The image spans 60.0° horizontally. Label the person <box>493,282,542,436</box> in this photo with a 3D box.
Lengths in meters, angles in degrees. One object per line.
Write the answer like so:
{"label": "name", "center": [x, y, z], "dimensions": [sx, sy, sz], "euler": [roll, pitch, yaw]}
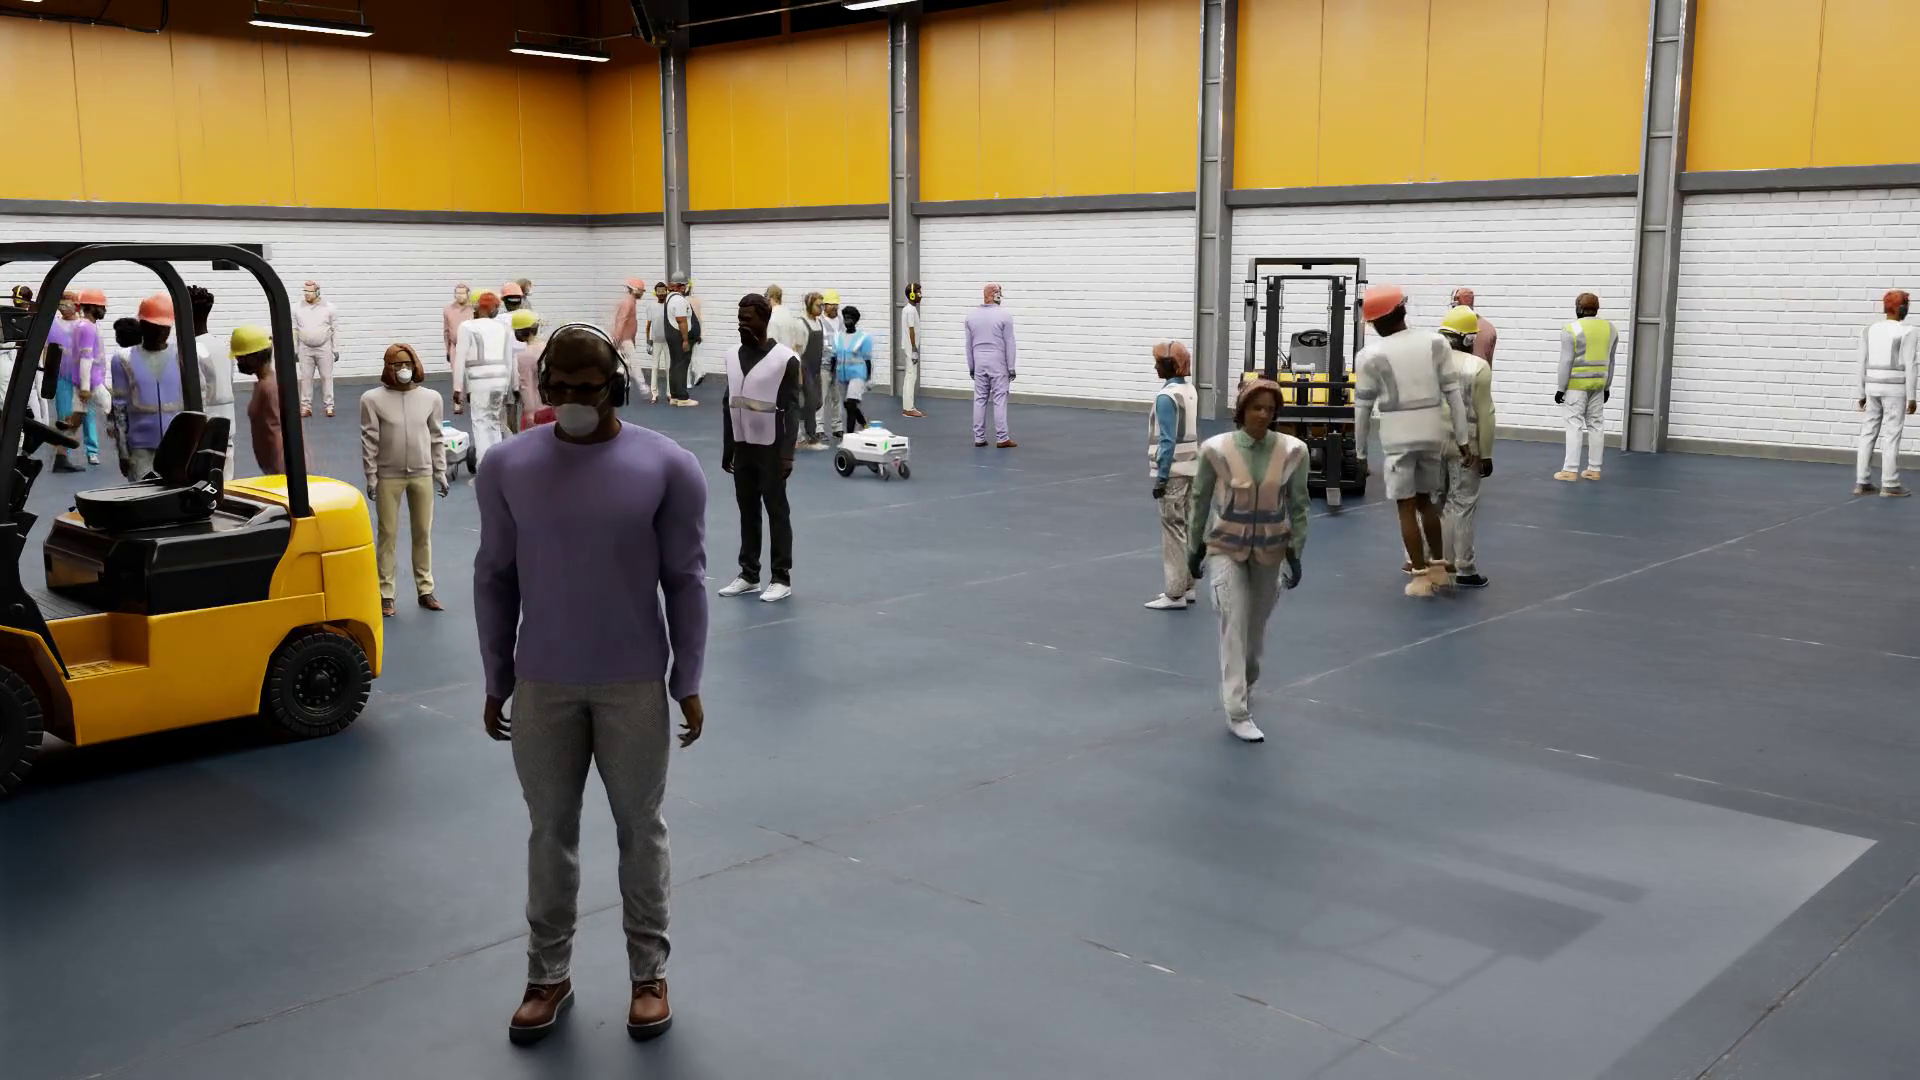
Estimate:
{"label": "person", "center": [-4.754, -1.791, 17.831], "dimensions": [0.545, 1.931, 0.384], "euler": [-5, 10, -28]}

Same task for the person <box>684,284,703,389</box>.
{"label": "person", "center": [-4.721, -3.560, 28.705], "dimensions": [0.398, 1.913, 0.621], "euler": [6, 11, 34]}

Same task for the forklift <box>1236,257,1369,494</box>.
{"label": "forklift", "center": [3.309, -1.629, 16.029], "dimensions": [1.214, 2.155, 2.313], "euler": [2, 9, 11]}

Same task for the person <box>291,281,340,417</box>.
{"label": "person", "center": [-9.012, -2.662, 23.254], "dimensions": [0.642, 1.905, 0.399], "euler": [-2, 9, -12]}

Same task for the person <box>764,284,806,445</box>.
{"label": "person", "center": [-1.991, -1.932, 18.798], "dimensions": [0.567, 1.904, 0.665], "euler": [3, 10, 16]}

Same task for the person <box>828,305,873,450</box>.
{"label": "person", "center": [-1.219, -1.900, 19.326], "dimensions": [0.537, 1.669, 0.798], "euler": [6, 11, 31]}

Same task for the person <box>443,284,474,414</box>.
{"label": "person", "center": [-7.139, -2.779, 24.102], "dimensions": [0.656, 1.867, 0.969], "euler": [0, 9, -3]}

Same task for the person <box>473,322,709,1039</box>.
{"label": "person", "center": [-0.988, 0.384, 4.489], "dimensions": [0.627, 1.934, 0.372], "euler": [0, 9, -2]}

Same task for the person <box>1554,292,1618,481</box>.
{"label": "person", "center": [6.093, -1.493, 16.276], "dimensions": [0.633, 1.841, 0.429], "euler": [-3, 10, -17]}

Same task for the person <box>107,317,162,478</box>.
{"label": "person", "center": [-6.789, -0.998, 13.740], "dimensions": [0.364, 1.680, 0.535], "euler": [1, 9, 6]}

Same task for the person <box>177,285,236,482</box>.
{"label": "person", "center": [-5.023, -0.704, 11.058], "dimensions": [0.367, 1.966, 0.606], "euler": [0, 9, -2]}

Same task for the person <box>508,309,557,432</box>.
{"label": "person", "center": [-3.600, -1.148, 14.515], "dimensions": [0.762, 1.727, 0.555], "euler": [4, 10, 21]}

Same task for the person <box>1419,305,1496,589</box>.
{"label": "person", "center": [3.220, -0.601, 10.830], "dimensions": [0.403, 1.835, 0.587], "euler": [-8, 12, -42]}

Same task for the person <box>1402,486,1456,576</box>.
{"label": "person", "center": [3.197, -0.570, 11.253], "dimensions": [0.499, 1.633, 0.282], "euler": [2, 10, 13]}

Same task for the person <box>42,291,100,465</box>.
{"label": "person", "center": [-9.352, -1.701, 17.559], "dimensions": [0.563, 1.838, 0.391], "euler": [-4, 10, -25]}

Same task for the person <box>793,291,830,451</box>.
{"label": "person", "center": [-1.787, -1.928, 18.998], "dimensions": [0.635, 1.823, 0.508], "euler": [5, 11, 29]}

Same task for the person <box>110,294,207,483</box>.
{"label": "person", "center": [-5.178, -0.629, 10.797], "dimensions": [0.558, 1.914, 0.572], "euler": [-4, 10, -25]}

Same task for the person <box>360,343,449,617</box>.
{"label": "person", "center": [-3.332, -0.367, 10.001], "dimensions": [0.498, 1.634, 0.282], "euler": [-6, 11, -33]}

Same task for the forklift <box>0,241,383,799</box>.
{"label": "forklift", "center": [-3.706, -0.171, 7.093], "dimensions": [1.214, 2.155, 2.313], "euler": [9, 13, 43]}

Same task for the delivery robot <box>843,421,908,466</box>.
{"label": "delivery robot", "center": [-0.838, -0.939, 16.524], "dimensions": [0.477, 0.478, 0.707], "euler": [-9, 13, -42]}

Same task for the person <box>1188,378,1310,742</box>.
{"label": "person", "center": [1.291, 0.053, 7.541], "dimensions": [0.515, 1.596, 0.789], "euler": [0, 9, -2]}

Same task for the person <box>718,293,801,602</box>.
{"label": "person", "center": [-1.251, -0.581, 10.445], "dimensions": [0.587, 1.920, 0.390], "euler": [6, 11, 34]}

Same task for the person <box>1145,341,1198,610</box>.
{"label": "person", "center": [1.303, -0.391, 10.146], "dimensions": [0.310, 1.636, 0.523], "euler": [4, 10, 24]}

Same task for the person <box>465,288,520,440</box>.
{"label": "person", "center": [-4.658, -1.584, 16.728], "dimensions": [0.939, 1.889, 0.594], "euler": [6, 11, 33]}

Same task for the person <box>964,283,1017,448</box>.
{"label": "person", "center": [0.382, -2.019, 19.321], "dimensions": [0.636, 1.902, 0.406], "euler": [5, 11, 30]}

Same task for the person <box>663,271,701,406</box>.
{"label": "person", "center": [-4.210, -3.059, 25.269], "dimensions": [0.539, 2.000, 0.689], "euler": [-5, 10, -27]}

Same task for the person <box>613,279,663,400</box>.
{"label": "person", "center": [-5.213, -3.146, 26.196], "dimensions": [1.036, 1.911, 0.647], "euler": [-2, 9, -12]}

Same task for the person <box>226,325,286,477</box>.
{"label": "person", "center": [-4.077, -0.399, 9.846], "dimensions": [0.412, 1.736, 0.563], "euler": [-4, 10, -25]}

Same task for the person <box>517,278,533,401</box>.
{"label": "person", "center": [-6.825, -3.132, 26.058], "dimensions": [0.654, 1.924, 0.677], "euler": [1, 9, 4]}

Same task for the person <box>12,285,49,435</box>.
{"label": "person", "center": [-11.481, -2.194, 20.486], "dimensions": [0.328, 1.872, 0.512], "euler": [-1, 9, -5]}

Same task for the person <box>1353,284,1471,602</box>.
{"label": "person", "center": [2.804, -0.608, 10.427], "dimensions": [0.705, 1.974, 0.543], "euler": [-1, 9, -8]}

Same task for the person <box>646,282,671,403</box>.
{"label": "person", "center": [-4.595, -3.042, 25.685], "dimensions": [0.510, 1.872, 0.329], "euler": [-3, 10, -16]}

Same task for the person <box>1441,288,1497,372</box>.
{"label": "person", "center": [4.534, -1.331, 15.103], "dimensions": [0.638, 1.903, 0.408], "euler": [-5, 11, -28]}

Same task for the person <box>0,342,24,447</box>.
{"label": "person", "center": [-11.068, -1.913, 19.156], "dimensions": [0.315, 1.740, 0.492], "euler": [-1, 9, -5]}

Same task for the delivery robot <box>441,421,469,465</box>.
{"label": "delivery robot", "center": [-5.120, -0.944, 16.558], "dimensions": [0.477, 0.478, 0.707], "euler": [-1, 9, -5]}

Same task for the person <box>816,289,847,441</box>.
{"label": "person", "center": [-1.557, -2.112, 20.102], "dimensions": [0.603, 1.828, 0.404], "euler": [-7, 12, -38]}

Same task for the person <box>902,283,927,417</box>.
{"label": "person", "center": [-0.654, -2.659, 23.352], "dimensions": [0.325, 1.866, 0.524], "euler": [-2, 9, -9]}

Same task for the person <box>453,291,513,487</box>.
{"label": "person", "center": [-4.533, -1.444, 15.912], "dimensions": [0.440, 1.858, 0.625], "euler": [6, 11, 34]}

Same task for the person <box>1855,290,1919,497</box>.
{"label": "person", "center": [8.462, -1.334, 15.172], "dimensions": [0.337, 1.882, 0.582], "euler": [-4, 10, -22]}

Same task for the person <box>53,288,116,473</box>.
{"label": "person", "center": [-8.829, -1.624, 16.994], "dimensions": [1.008, 1.874, 0.556], "euler": [-7, 11, -36]}
